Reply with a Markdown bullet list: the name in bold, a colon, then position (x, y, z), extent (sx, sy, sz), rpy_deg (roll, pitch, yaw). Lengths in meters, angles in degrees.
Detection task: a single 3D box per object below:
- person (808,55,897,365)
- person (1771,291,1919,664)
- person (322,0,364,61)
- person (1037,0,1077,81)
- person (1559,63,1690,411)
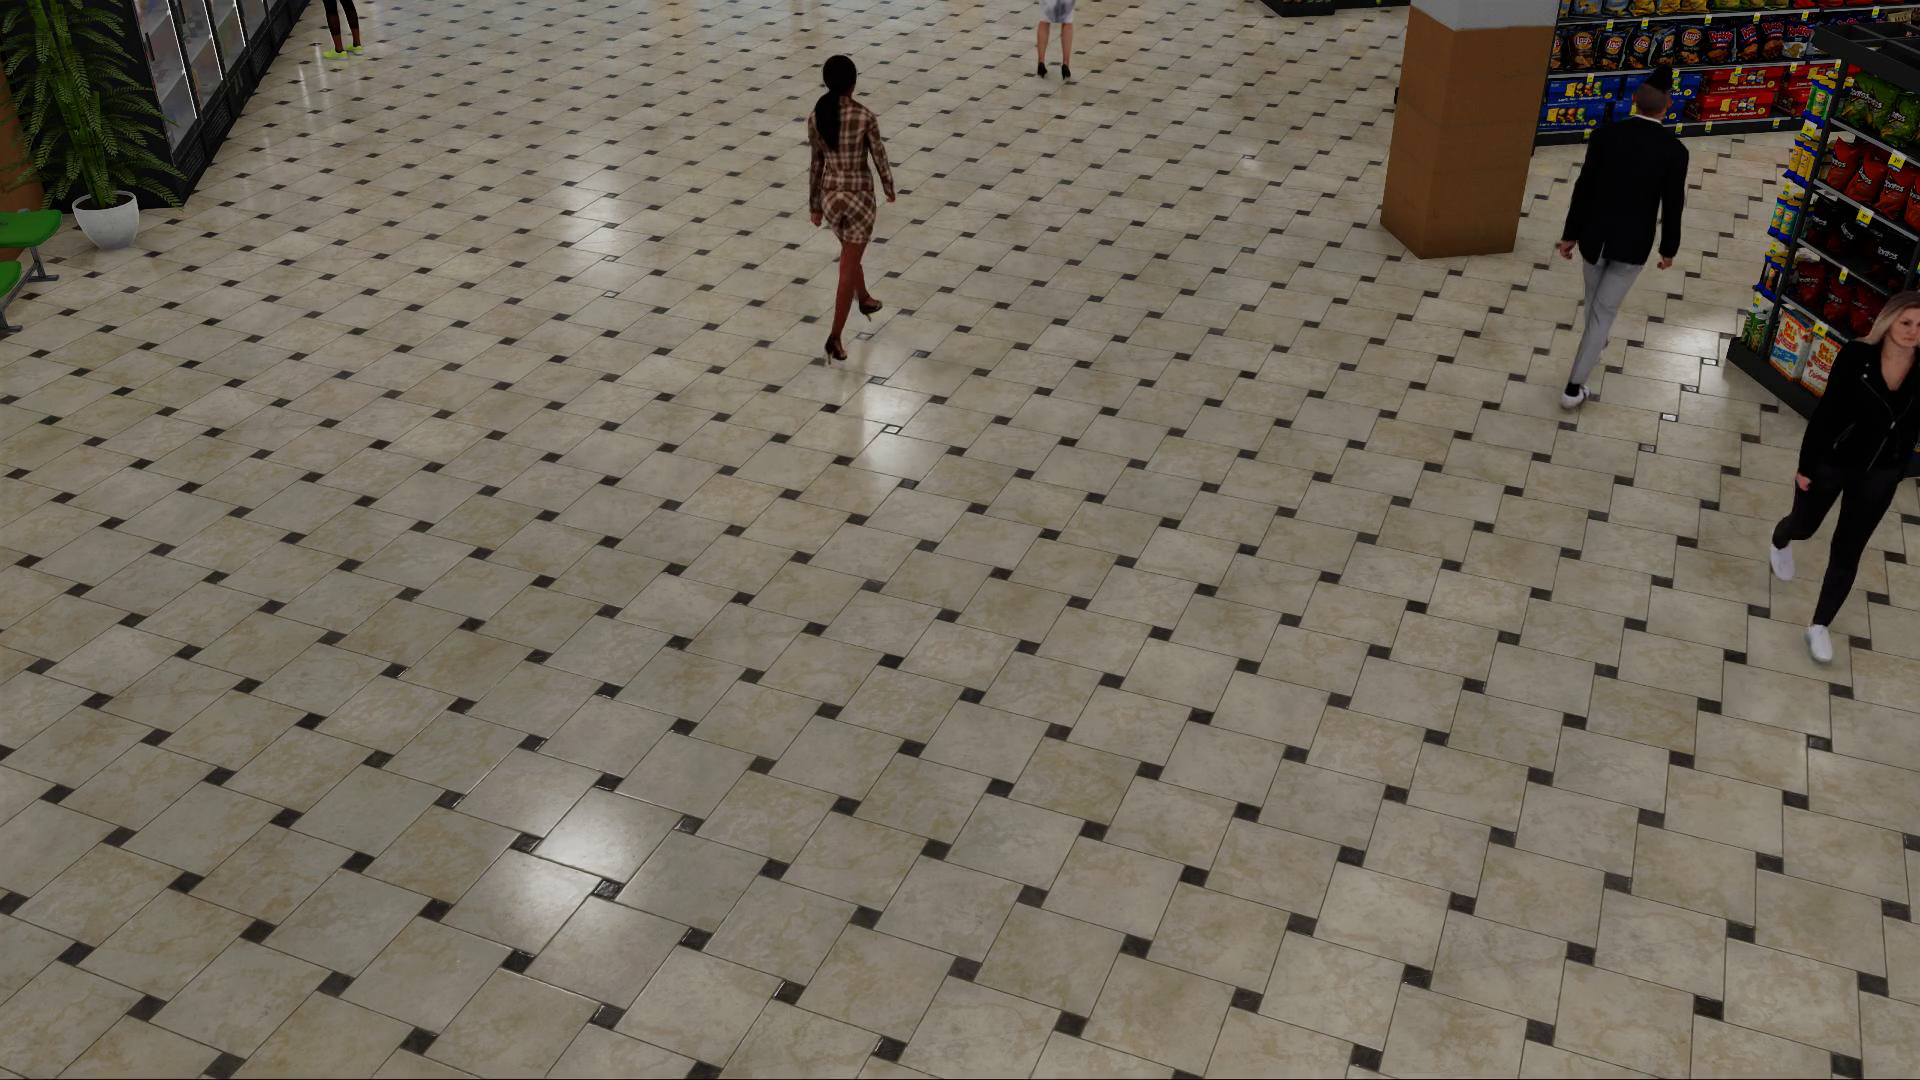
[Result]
- **person**: position (-0.676, -1.865, 9.699), extent (1.117, 1.733, 1.046), rpy_deg (13, 34, 20)
- **person**: position (3.887, -0.343, 7.313), extent (1.061, 1.669, 0.954), rpy_deg (6, 32, 10)
- **person**: position (-5.778, -5.306, 15.208), extent (0.692, 1.755, 0.639), rpy_deg (19, 36, 27)
- **person**: position (0.886, -4.932, 14.615), extent (0.548, 1.746, 0.678), rpy_deg (3, 32, 4)
- **person**: position (3.572, -1.619, 9.132), extent (1.157, 1.915, 1.249), rpy_deg (23, 39, 32)
